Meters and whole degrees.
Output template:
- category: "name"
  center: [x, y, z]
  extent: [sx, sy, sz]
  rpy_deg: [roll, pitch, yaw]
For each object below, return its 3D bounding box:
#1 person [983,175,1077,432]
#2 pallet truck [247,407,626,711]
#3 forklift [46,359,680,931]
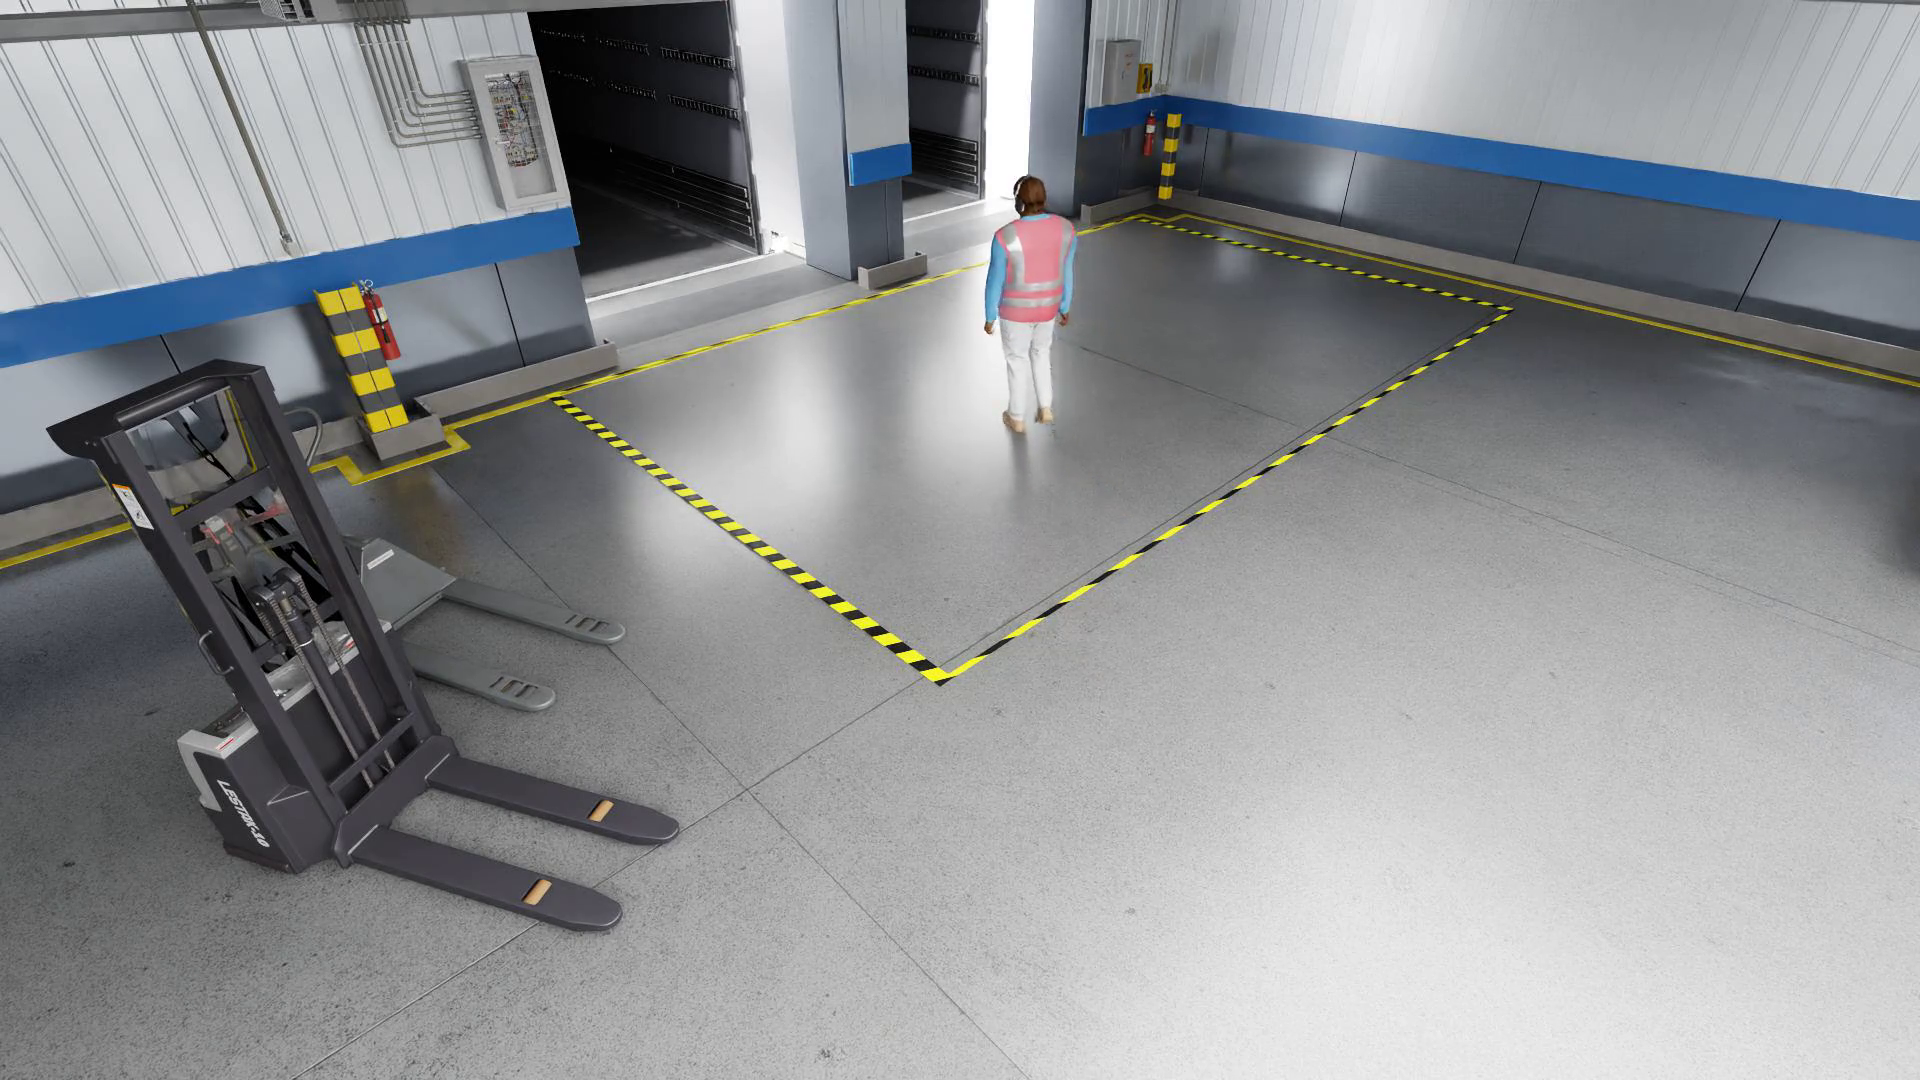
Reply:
- category: "person"
  center: [0.477, -1.618, 6.492]
  extent: [0.650, 1.833, 0.429]
  rpy_deg: [-13, 36, -18]
- category: "pallet truck"
  center: [-2.628, 0.038, 4.590]
  extent: [1.601, 1.201, 0.680]
  rpy_deg: [12, 36, 18]
- category: "forklift"
  center: [-2.135, 0.422, 3.354]
  extent: [1.885, 1.965, 0.823]
  rpy_deg: [10, 35, 14]
